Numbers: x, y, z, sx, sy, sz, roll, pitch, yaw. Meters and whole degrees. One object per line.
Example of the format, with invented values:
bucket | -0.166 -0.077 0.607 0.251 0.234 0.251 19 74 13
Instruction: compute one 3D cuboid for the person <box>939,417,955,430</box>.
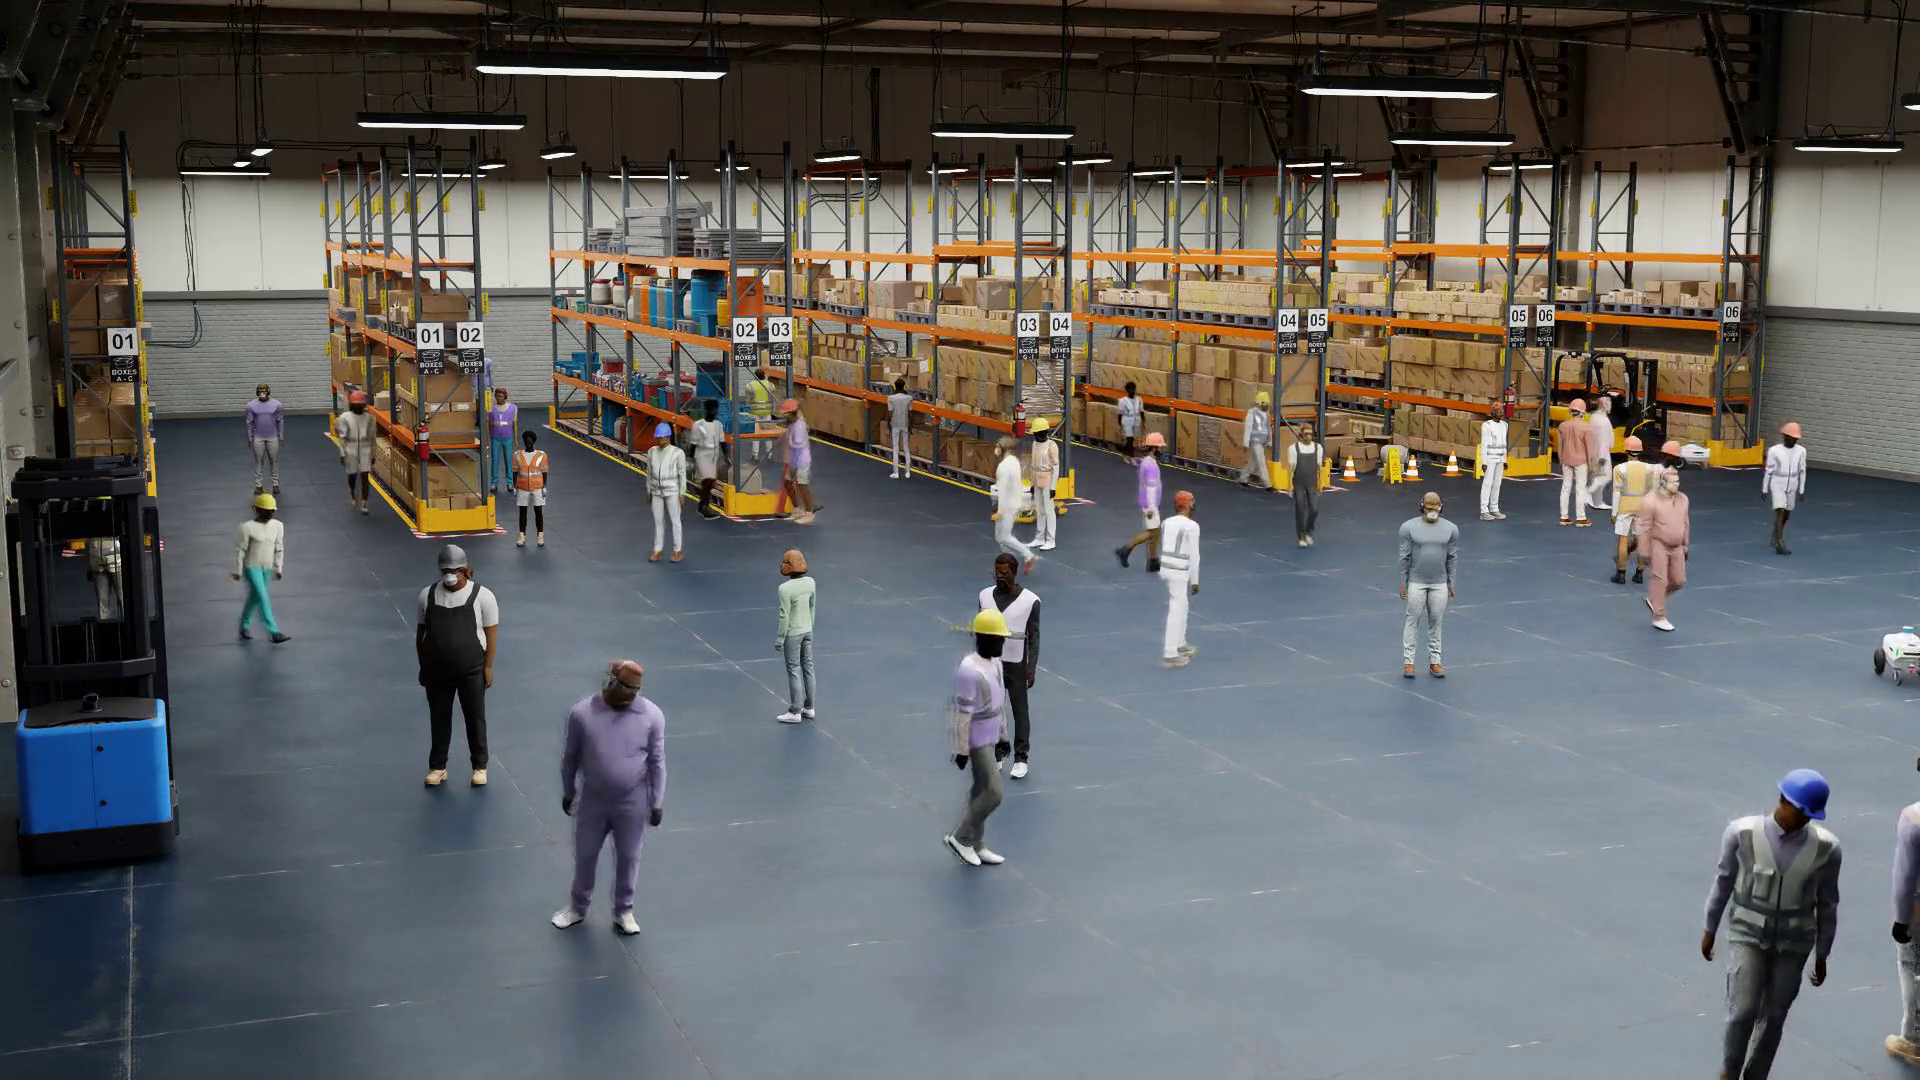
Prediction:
person | -0.331 -3.284 47.391 0.486 1.744 0.294 -4 9 -25

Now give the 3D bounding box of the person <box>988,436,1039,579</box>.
person | 0.706 -0.422 27.708 0.621 1.922 0.647 2 9 12

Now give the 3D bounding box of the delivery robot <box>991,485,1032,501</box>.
delivery robot | 0.843 -0.791 34.541 0.707 0.478 0.477 7 11 41

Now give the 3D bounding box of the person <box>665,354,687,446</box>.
person | -6.103 -2.992 44.659 0.621 1.972 0.479 -3 9 -22

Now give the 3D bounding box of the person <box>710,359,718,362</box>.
person | -5.657 -3.381 48.457 0.521 1.621 0.633 0 9 -1

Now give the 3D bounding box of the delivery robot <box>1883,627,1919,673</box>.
delivery robot | 9.789 1.141 21.662 0.477 0.478 0.707 2 9 14

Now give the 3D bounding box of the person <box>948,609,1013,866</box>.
person | 0.187 1.444 15.303 0.416 1.913 0.585 3 9 18

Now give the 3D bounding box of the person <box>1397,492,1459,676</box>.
person | 4.870 0.457 21.805 0.630 1.938 0.373 0 9 -1

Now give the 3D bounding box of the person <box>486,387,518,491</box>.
person | -8.119 -1.789 37.113 0.564 1.836 0.388 -2 9 -11

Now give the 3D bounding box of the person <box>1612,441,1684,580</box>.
person | 9.200 -0.420 27.932 0.972 1.875 0.559 8 11 41

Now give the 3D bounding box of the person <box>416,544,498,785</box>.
person | -4.229 1.066 17.543 0.684 2.000 0.538 0 9 0

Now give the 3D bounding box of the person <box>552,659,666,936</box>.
person | -2.298 1.690 13.818 0.725 1.870 0.473 -1 9 -5

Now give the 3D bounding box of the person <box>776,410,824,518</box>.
person | -2.587 -1.228 33.757 0.913 1.721 0.551 -3 9 -22

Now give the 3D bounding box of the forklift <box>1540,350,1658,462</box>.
forklift | 12.897 -2.725 42.309 2.313 2.155 1.214 -3 9 -21

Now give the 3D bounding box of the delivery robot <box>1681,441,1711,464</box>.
delivery robot | 14.117 -1.674 40.432 0.707 0.478 0.477 2 9 14

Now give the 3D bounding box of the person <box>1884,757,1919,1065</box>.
person | 5.438 2.055 11.543 0.622 1.822 0.659 -2 9 -15

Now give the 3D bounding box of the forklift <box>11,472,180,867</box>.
forklift | -6.630 0.886 15.957 1.129 2.768 1.873 -3 9 -21

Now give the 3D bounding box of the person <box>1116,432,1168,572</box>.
person | 2.501 -0.508 28.334 0.671 1.921 0.549 0 9 1

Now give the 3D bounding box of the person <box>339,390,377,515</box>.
person | -9.861 -1.458 34.330 0.613 2.020 0.896 -3 9 -18

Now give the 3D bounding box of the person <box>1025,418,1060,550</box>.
person | 1.201 -0.815 30.355 0.392 1.917 0.589 -5 10 -31

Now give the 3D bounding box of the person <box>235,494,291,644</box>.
person | -7.904 0.310 23.597 0.938 1.691 0.519 6 10 35

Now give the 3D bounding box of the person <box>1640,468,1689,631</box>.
person | 8.193 0.093 24.377 0.666 1.888 0.492 -4 9 -23

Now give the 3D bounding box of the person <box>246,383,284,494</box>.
person | -12.190 -1.787 36.760 0.638 1.938 0.356 -2 9 -15

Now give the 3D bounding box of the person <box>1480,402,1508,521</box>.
person | 8.540 -1.264 33.451 0.584 1.882 0.339 -7 11 -37

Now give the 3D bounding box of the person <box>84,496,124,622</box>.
person | -9.440 0.288 23.262 0.590 1.837 0.403 1 9 4

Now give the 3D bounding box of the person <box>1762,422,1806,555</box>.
person | 11.862 -0.779 30.221 0.588 1.898 0.869 0 9 0

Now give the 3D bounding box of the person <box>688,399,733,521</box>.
person | -4.062 -1.302 33.576 0.688 1.939 0.637 7 11 38

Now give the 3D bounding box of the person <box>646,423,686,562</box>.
person | -4.126 -0.671 29.297 0.614 1.943 0.409 3 9 21

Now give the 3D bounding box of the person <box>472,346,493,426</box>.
person | -11.237 -3.646 49.168 0.549 1.934 0.374 -2 9 -15

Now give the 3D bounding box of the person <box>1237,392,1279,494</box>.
person | 5.259 -1.738 36.996 0.947 1.779 0.598 7 11 41

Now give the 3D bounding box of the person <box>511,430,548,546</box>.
person | -6.311 -0.764 30.735 0.535 1.699 0.318 -1 9 -4

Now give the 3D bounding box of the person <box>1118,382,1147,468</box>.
person | 3.330 -2.268 40.927 0.534 1.652 0.881 -4 10 -26

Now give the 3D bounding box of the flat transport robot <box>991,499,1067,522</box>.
flat transport robot | 1.125 -0.479 33.714 0.652 0.197 1.431 5 10 29

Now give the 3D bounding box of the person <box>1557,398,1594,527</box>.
person | 9.637 -1.216 32.758 0.376 1.997 0.612 -8 12 -42

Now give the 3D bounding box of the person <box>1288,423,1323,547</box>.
person | 5.036 -0.792 30.500 0.543 1.823 0.549 0 9 -1

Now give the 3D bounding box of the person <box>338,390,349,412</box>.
person | -14.182 -3.399 48.596 0.695 1.607 0.508 4 9 23

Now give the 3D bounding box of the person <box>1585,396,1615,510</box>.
person | 10.557 -1.430 34.551 0.463 1.892 0.645 0 9 1

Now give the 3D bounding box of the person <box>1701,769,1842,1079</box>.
person | 4.227 2.103 10.937 0.663 1.900 0.438 2 9 14

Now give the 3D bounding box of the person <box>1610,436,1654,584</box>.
person | 8.812 -0.401 27.507 0.545 1.943 0.347 -1 9 -5

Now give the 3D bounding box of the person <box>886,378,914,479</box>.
person | -1.120 -2.079 38.941 0.532 1.868 0.310 -3 9 -18

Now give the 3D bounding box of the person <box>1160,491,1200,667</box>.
person | 2.386 0.399 22.539 0.687 1.846 0.589 -4 10 -26

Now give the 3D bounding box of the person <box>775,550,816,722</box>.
person | -1.558 0.903 19.837 0.280 1.634 0.499 6 10 34

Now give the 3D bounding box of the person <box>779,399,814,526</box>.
person | -2.557 -1.216 32.747 0.618 1.995 0.653 -3 9 -18

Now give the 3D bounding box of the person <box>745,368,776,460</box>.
person | -4.010 -2.529 42.031 0.627 1.843 0.429 -2 9 -16

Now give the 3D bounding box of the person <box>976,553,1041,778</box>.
person | 0.407 1.053 17.894 0.592 1.919 0.392 5 10 28
